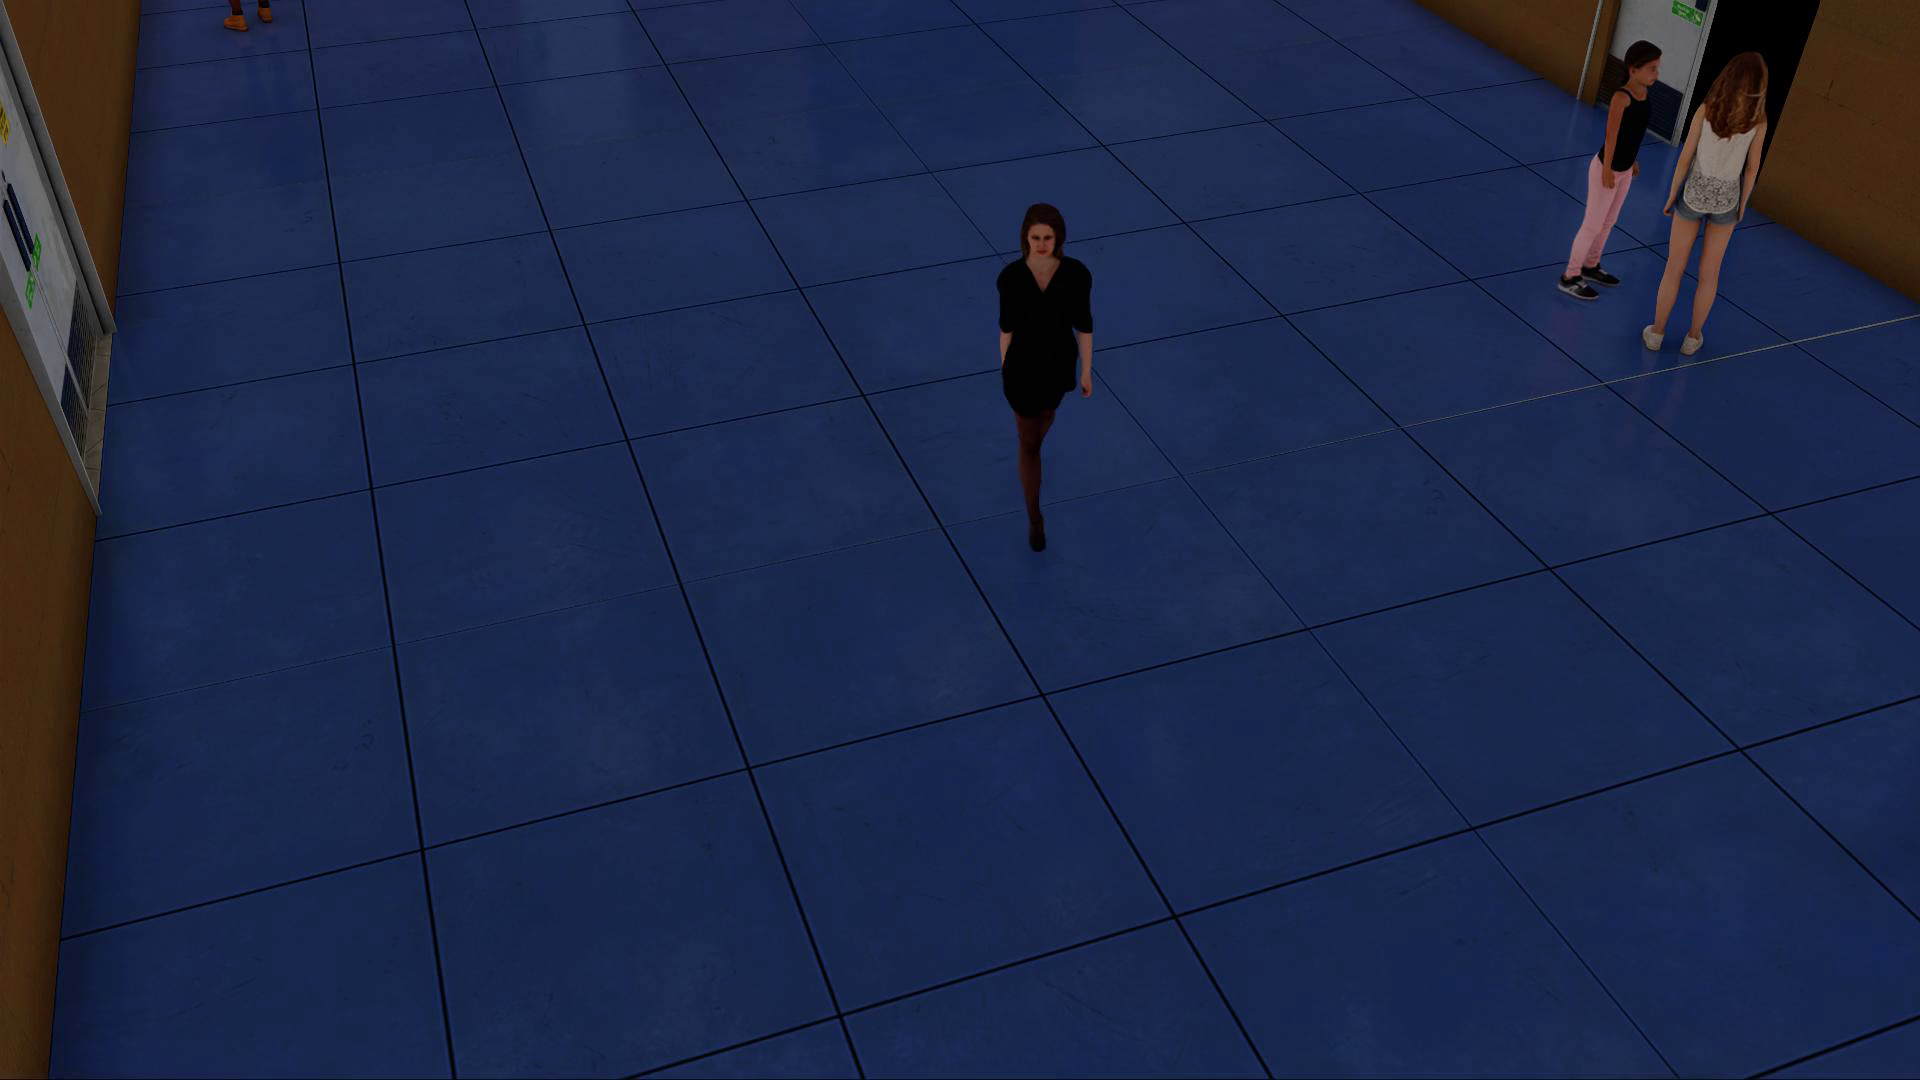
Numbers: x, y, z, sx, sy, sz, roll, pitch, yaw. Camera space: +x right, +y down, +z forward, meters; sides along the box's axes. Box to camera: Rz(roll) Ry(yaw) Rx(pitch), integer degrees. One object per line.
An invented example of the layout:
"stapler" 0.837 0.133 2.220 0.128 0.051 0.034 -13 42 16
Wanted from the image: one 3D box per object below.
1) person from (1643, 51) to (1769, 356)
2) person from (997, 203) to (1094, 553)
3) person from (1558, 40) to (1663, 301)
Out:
"person" 4.164 -1.850 9.264 0.639 1.759 0.706 14 39 18
"person" 0.394 -0.858 8.015 1.064 1.655 0.857 -2 37 -3
"person" 3.890 -2.210 9.907 0.664 1.563 0.556 31 46 34
